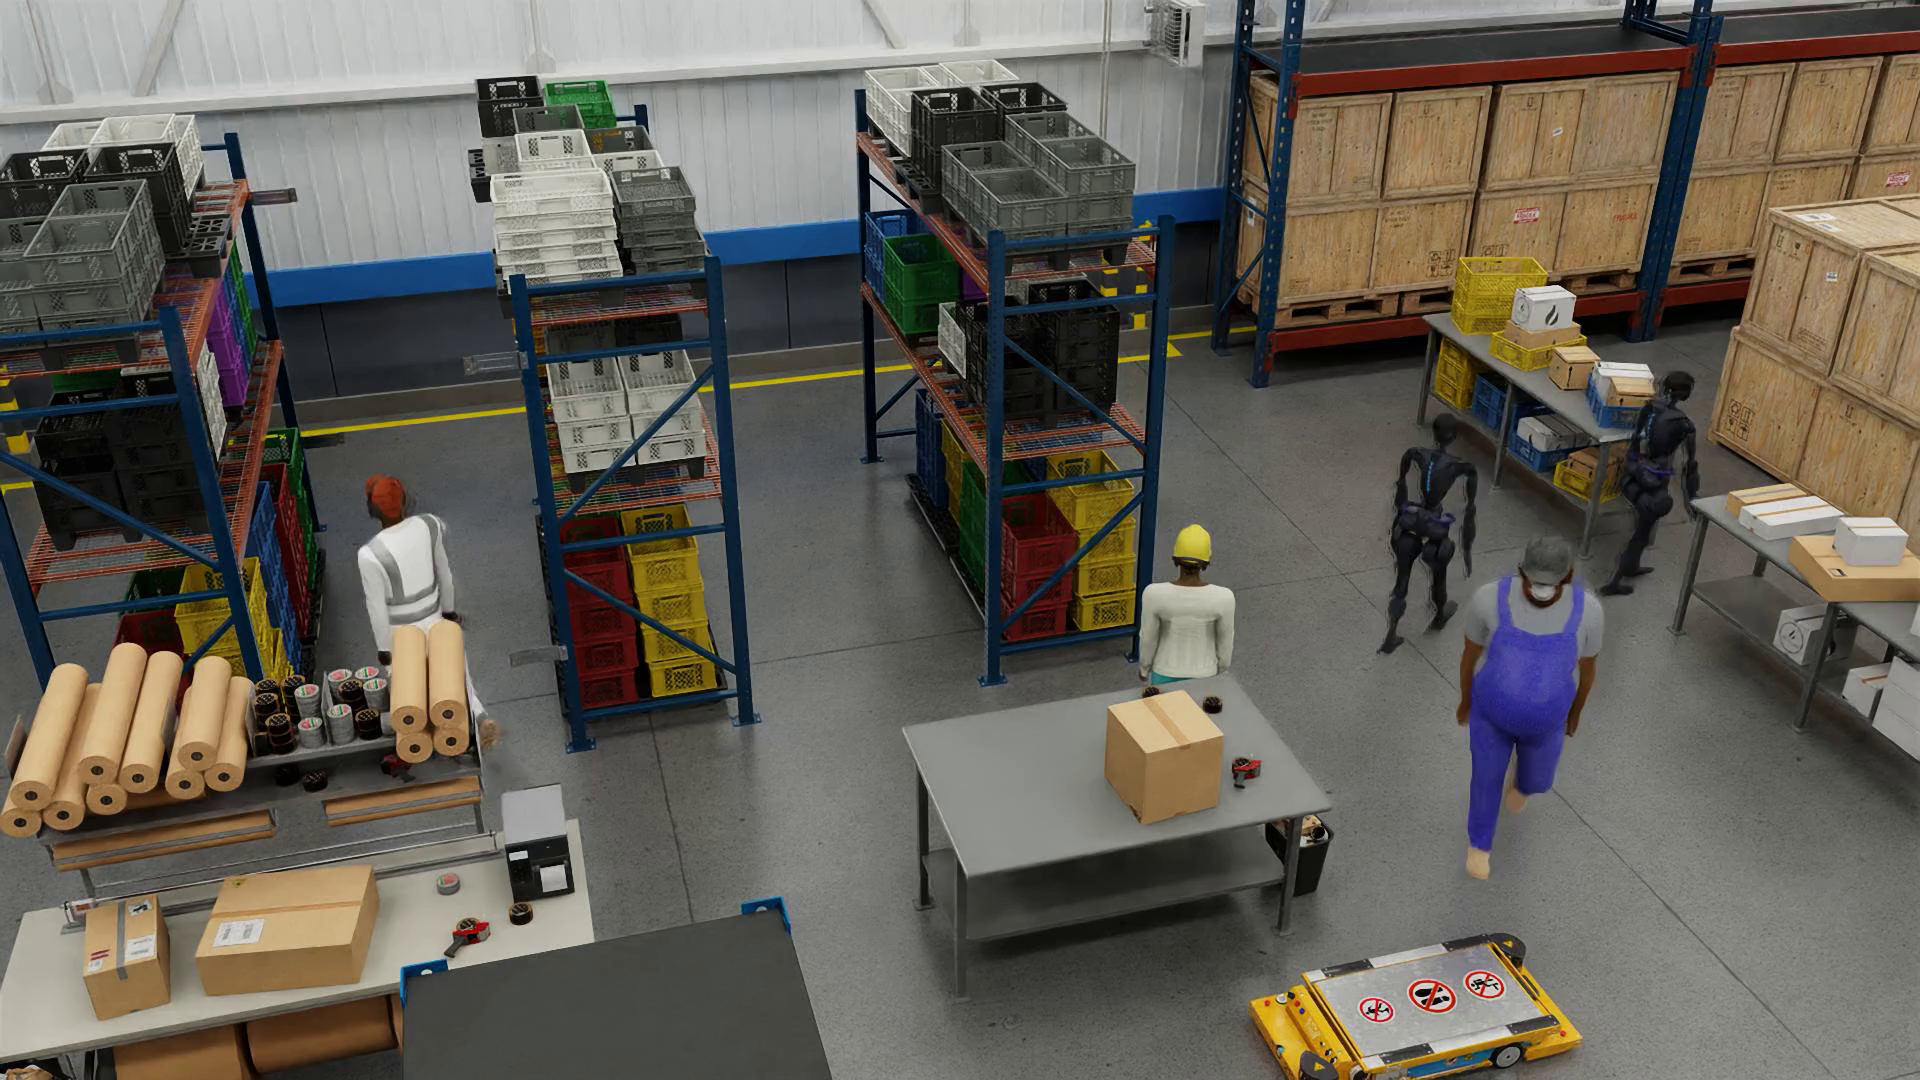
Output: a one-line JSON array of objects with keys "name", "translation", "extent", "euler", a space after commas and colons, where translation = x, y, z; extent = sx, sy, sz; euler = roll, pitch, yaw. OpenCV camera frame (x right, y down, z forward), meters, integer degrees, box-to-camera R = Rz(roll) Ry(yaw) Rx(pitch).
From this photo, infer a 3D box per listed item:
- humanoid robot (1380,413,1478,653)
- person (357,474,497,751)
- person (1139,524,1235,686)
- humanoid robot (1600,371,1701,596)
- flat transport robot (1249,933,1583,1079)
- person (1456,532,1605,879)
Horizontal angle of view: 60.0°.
[{"name": "humanoid robot", "translation": [3.086, -0.061, 10.846], "extent": [0.626, 1.626, 0.749], "euler": [20, 35, 32]}, {"name": "person", "translation": [-3.135, 0.481, 9.636], "extent": [0.725, 1.865, 0.580], "euler": [17, 33, 27]}, {"name": "person", "translation": [1.254, 0.715, 9.305], "extent": [0.521, 1.768, 0.310], "euler": [2, 29, 5]}, {"name": "humanoid robot", "translation": [4.775, -0.382, 11.399], "extent": [0.627, 1.640, 0.562], "euler": [-6, 29, -11]}, {"name": "flat transport robot", "translation": [2.184, 2.282, 7.980], "extent": [1.431, 0.197, 0.652], "euler": [-8, 30, -14]}, {"name": "person", "translation": [2.984, 0.818, 8.835], "extent": [0.690, 2.000, 0.686], "euler": [8, 30, 14]}]
